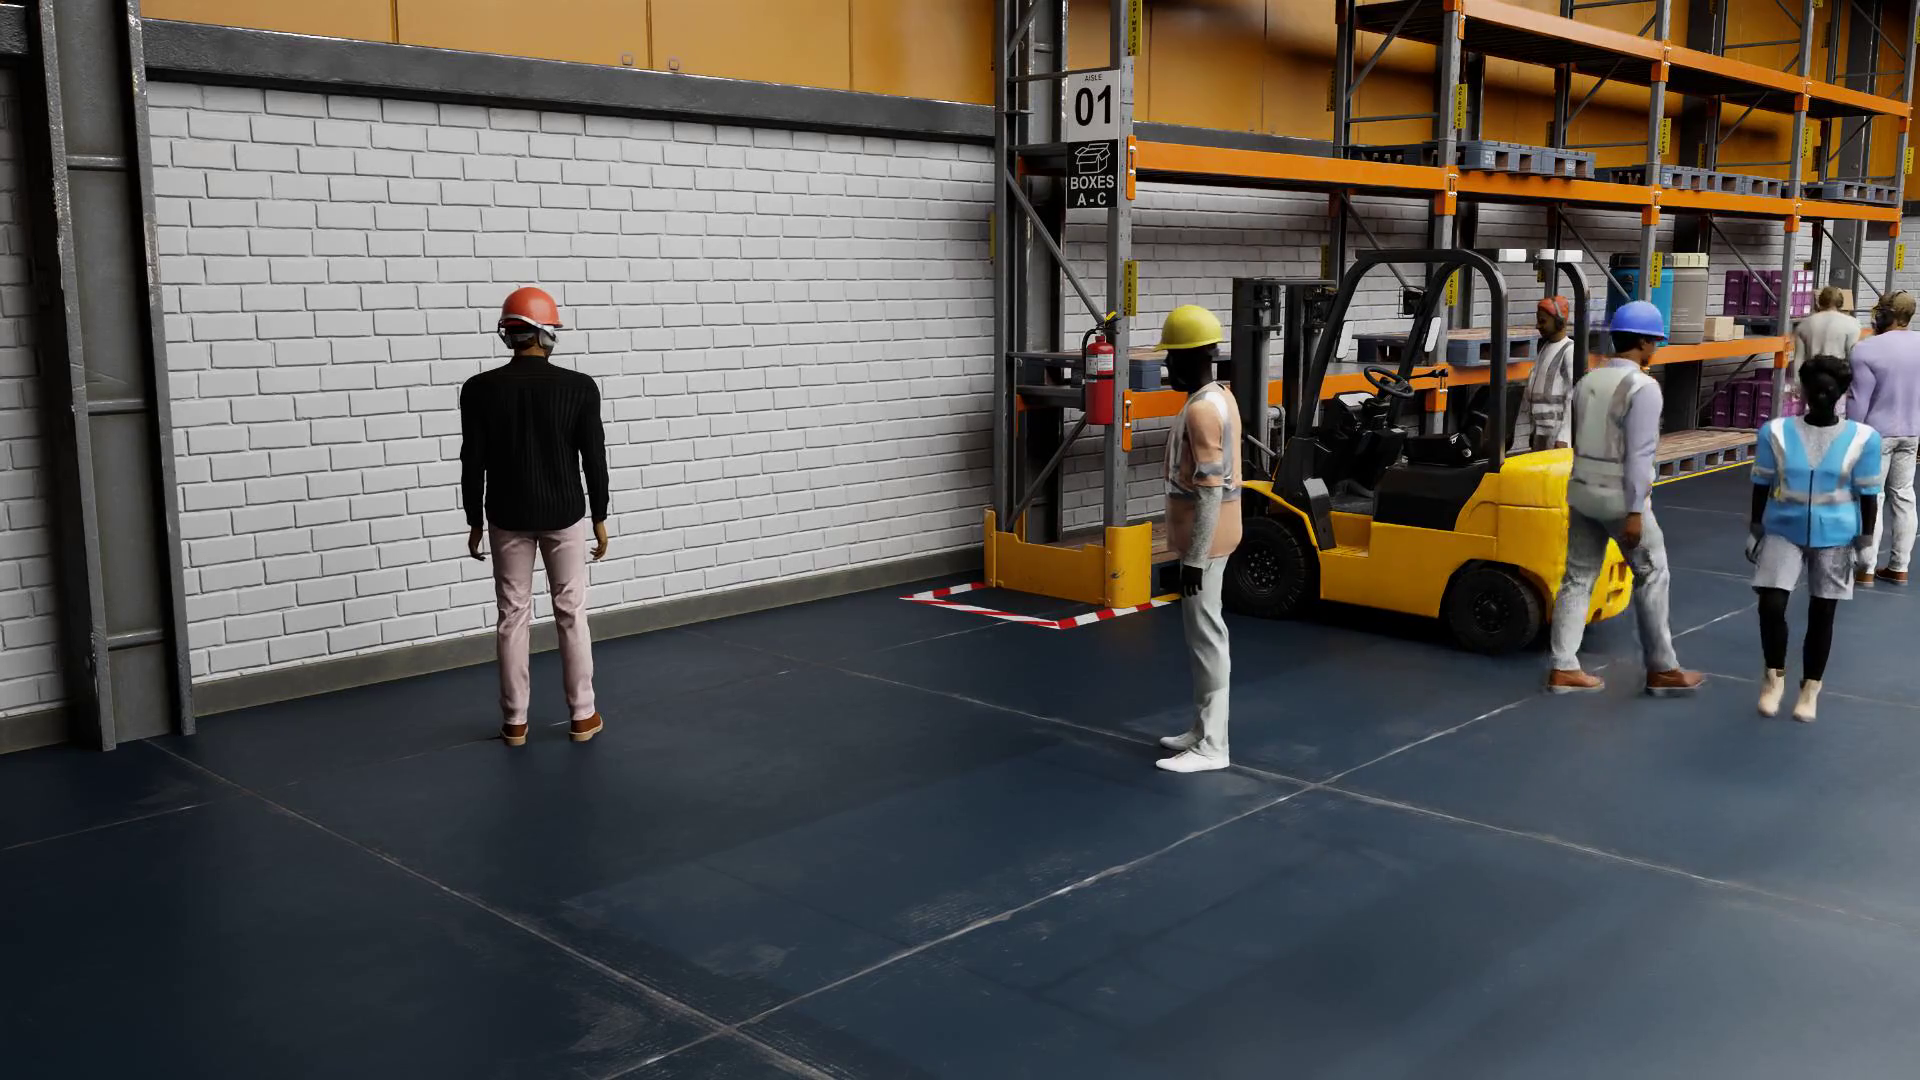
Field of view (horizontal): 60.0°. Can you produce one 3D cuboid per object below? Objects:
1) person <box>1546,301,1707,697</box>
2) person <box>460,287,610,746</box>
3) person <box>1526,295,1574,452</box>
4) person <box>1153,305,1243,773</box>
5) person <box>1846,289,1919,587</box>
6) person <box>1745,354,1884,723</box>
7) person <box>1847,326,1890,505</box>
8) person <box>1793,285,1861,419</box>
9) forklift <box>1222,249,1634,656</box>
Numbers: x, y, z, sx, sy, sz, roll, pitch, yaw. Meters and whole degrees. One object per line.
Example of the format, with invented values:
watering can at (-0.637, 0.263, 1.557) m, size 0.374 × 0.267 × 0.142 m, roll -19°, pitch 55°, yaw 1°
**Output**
person at (3.266, -0.186, 8.045) m, size 0.864 × 1.906 × 0.633 m, roll -2°, pitch 9°, yaw -13°
person at (-1.845, -0.098, 7.263) m, size 0.622 × 1.989 × 0.389 m, roll -2°, pitch 9°, yaw -11°
person at (4.126, -0.756, 11.619) m, size 0.355 × 1.887 × 0.573 m, roll 0°, pitch 9°, yaw -2°
person at (0.970, 0.001, 6.864) m, size 0.382 × 1.923 × 0.593 m, roll 2°, pitch 9°, yaw 12°
person at (6.037, -0.656, 10.844) m, size 0.635 × 1.940 × 0.367 m, roll -1°, pitch 9°, yaw -9°
person at (3.853, 0.006, 7.538) m, size 0.552 × 1.682 × 0.435 m, roll 5°, pitch 11°, yaw 30°
person at (8.136, -1.194, 14.652) m, size 0.641 × 1.767 × 0.876 m, roll 1°, pitch 9°, yaw 3°
person at (8.569, -1.576, 16.558) m, size 0.757 × 1.921 × 0.624 m, roll -6°, pitch 11°, yaw -33°
forklift at (2.710, -0.584, 9.626) m, size 2.313 × 2.155 × 1.214 m, roll 9°, pitch 13°, yaw 43°
